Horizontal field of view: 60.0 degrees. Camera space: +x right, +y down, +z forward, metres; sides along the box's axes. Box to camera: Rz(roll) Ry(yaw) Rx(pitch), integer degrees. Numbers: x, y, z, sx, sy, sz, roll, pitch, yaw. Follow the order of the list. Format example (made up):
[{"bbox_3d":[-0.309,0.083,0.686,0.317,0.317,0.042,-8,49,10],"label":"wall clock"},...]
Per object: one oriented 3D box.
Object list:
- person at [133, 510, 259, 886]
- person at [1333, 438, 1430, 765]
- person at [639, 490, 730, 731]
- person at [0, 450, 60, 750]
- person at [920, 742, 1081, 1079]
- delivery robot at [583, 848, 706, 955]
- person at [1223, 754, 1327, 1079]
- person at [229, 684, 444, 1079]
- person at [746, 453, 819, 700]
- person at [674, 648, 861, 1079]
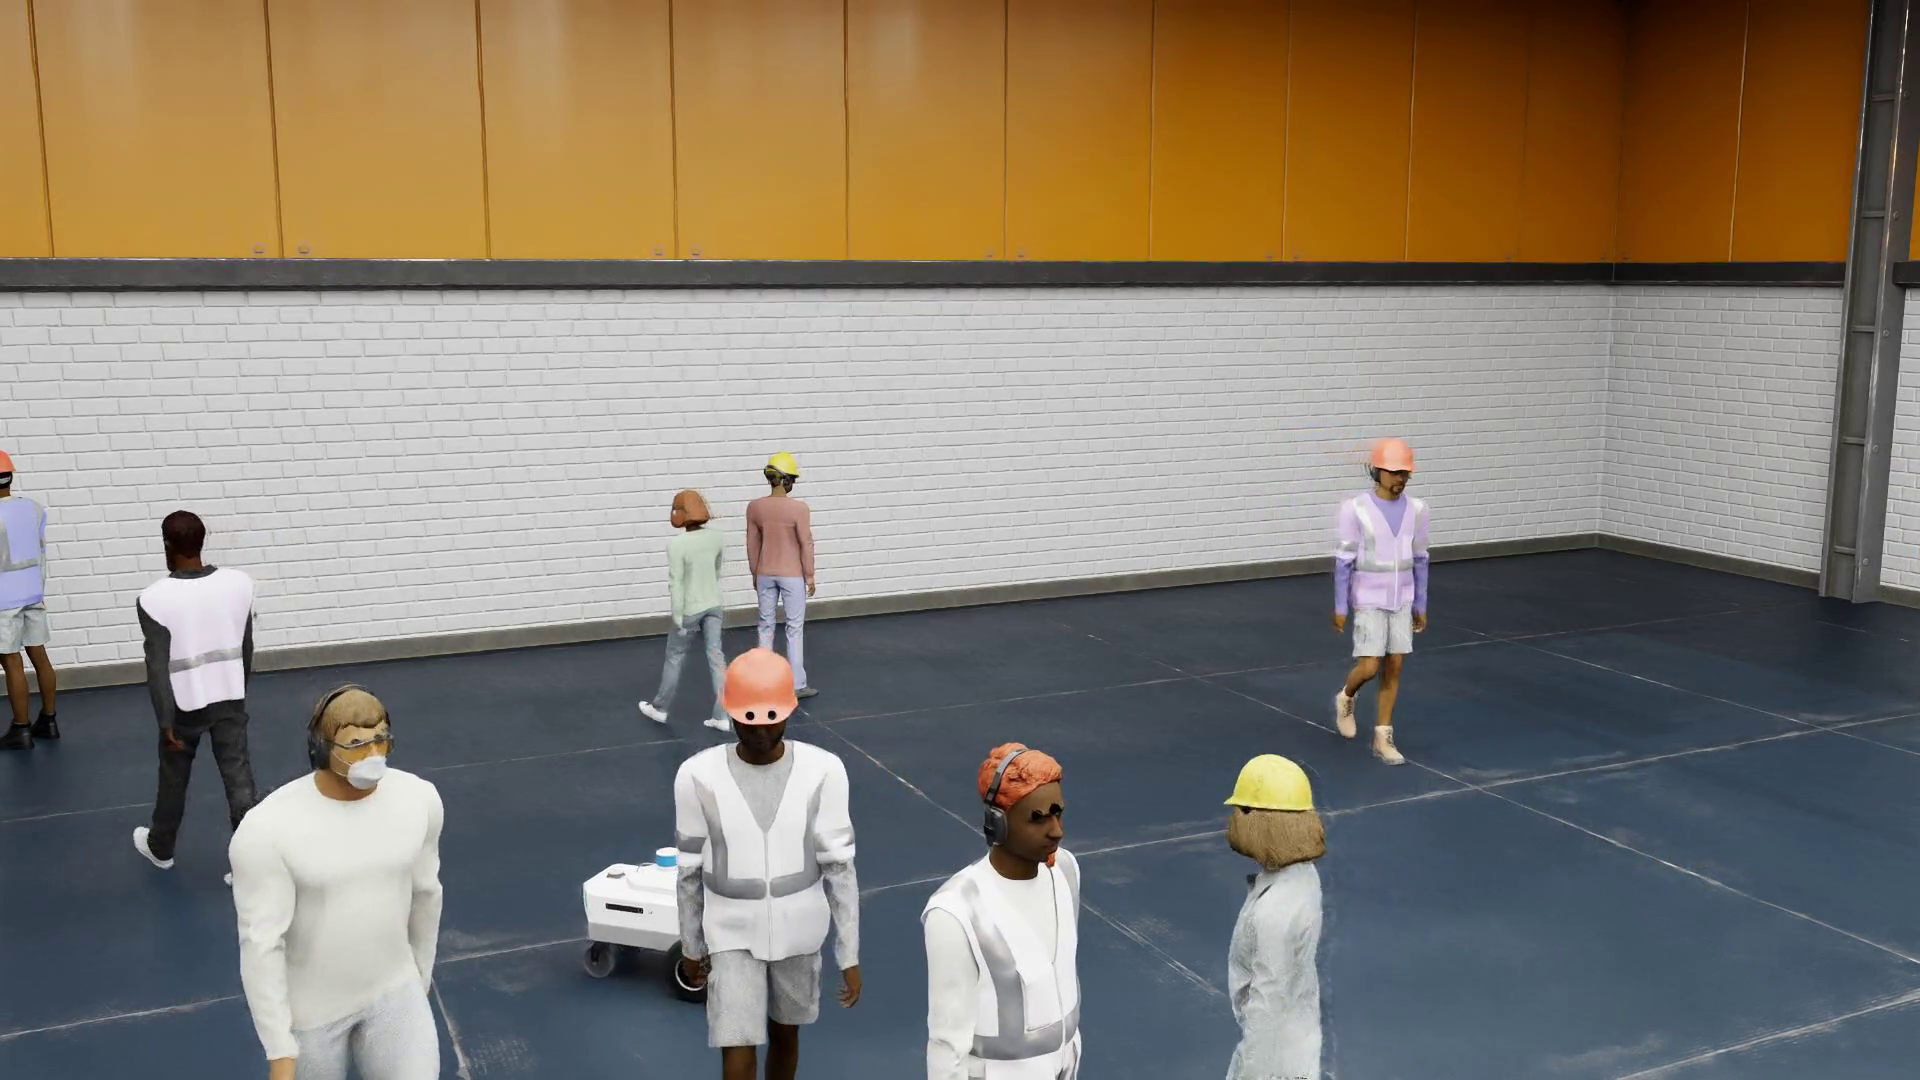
[{"bbox_3d":[-3.797,0.780,8.260,0.990,1.871,0.599,8,12,41],"label":"person"},{"bbox_3d":[2.607,0.365,10.342,0.629,2.030,0.578,-3,10,-16],"label":"person"},{"bbox_3d":[-1.815,0.460,11.096,0.733,1.601,0.506,8,12,42],"label":"person"},{"bbox_3d":[-6.051,0.374,10.584,0.376,1.933,0.544,2,9,14],"label":"person"},{"bbox_3d":[0.125,1.428,4.192,0.337,1.882,0.585,6,11,35],"label":"person"},{"bbox_3d":[-1.251,1.568,7.149,0.707,0.478,0.477,3,10,19],"label":"delivery robot"},{"bbox_3d":[0.965,1.450,4.642,0.846,1.703,0.504,2,9,15],"label":"person"},{"bbox_3d":[-1.758,1.334,4.793,0.644,1.885,1.015,-8,12,-42],"label":"person"},{"bbox_3d":[-1.261,0.260,11.834,0.524,1.759,0.328,4,10,22],"label":"person"},{"bbox_3d":[-0.588,1.269,5.171,0.559,1.880,0.975,-2,9,-12],"label":"person"}]
